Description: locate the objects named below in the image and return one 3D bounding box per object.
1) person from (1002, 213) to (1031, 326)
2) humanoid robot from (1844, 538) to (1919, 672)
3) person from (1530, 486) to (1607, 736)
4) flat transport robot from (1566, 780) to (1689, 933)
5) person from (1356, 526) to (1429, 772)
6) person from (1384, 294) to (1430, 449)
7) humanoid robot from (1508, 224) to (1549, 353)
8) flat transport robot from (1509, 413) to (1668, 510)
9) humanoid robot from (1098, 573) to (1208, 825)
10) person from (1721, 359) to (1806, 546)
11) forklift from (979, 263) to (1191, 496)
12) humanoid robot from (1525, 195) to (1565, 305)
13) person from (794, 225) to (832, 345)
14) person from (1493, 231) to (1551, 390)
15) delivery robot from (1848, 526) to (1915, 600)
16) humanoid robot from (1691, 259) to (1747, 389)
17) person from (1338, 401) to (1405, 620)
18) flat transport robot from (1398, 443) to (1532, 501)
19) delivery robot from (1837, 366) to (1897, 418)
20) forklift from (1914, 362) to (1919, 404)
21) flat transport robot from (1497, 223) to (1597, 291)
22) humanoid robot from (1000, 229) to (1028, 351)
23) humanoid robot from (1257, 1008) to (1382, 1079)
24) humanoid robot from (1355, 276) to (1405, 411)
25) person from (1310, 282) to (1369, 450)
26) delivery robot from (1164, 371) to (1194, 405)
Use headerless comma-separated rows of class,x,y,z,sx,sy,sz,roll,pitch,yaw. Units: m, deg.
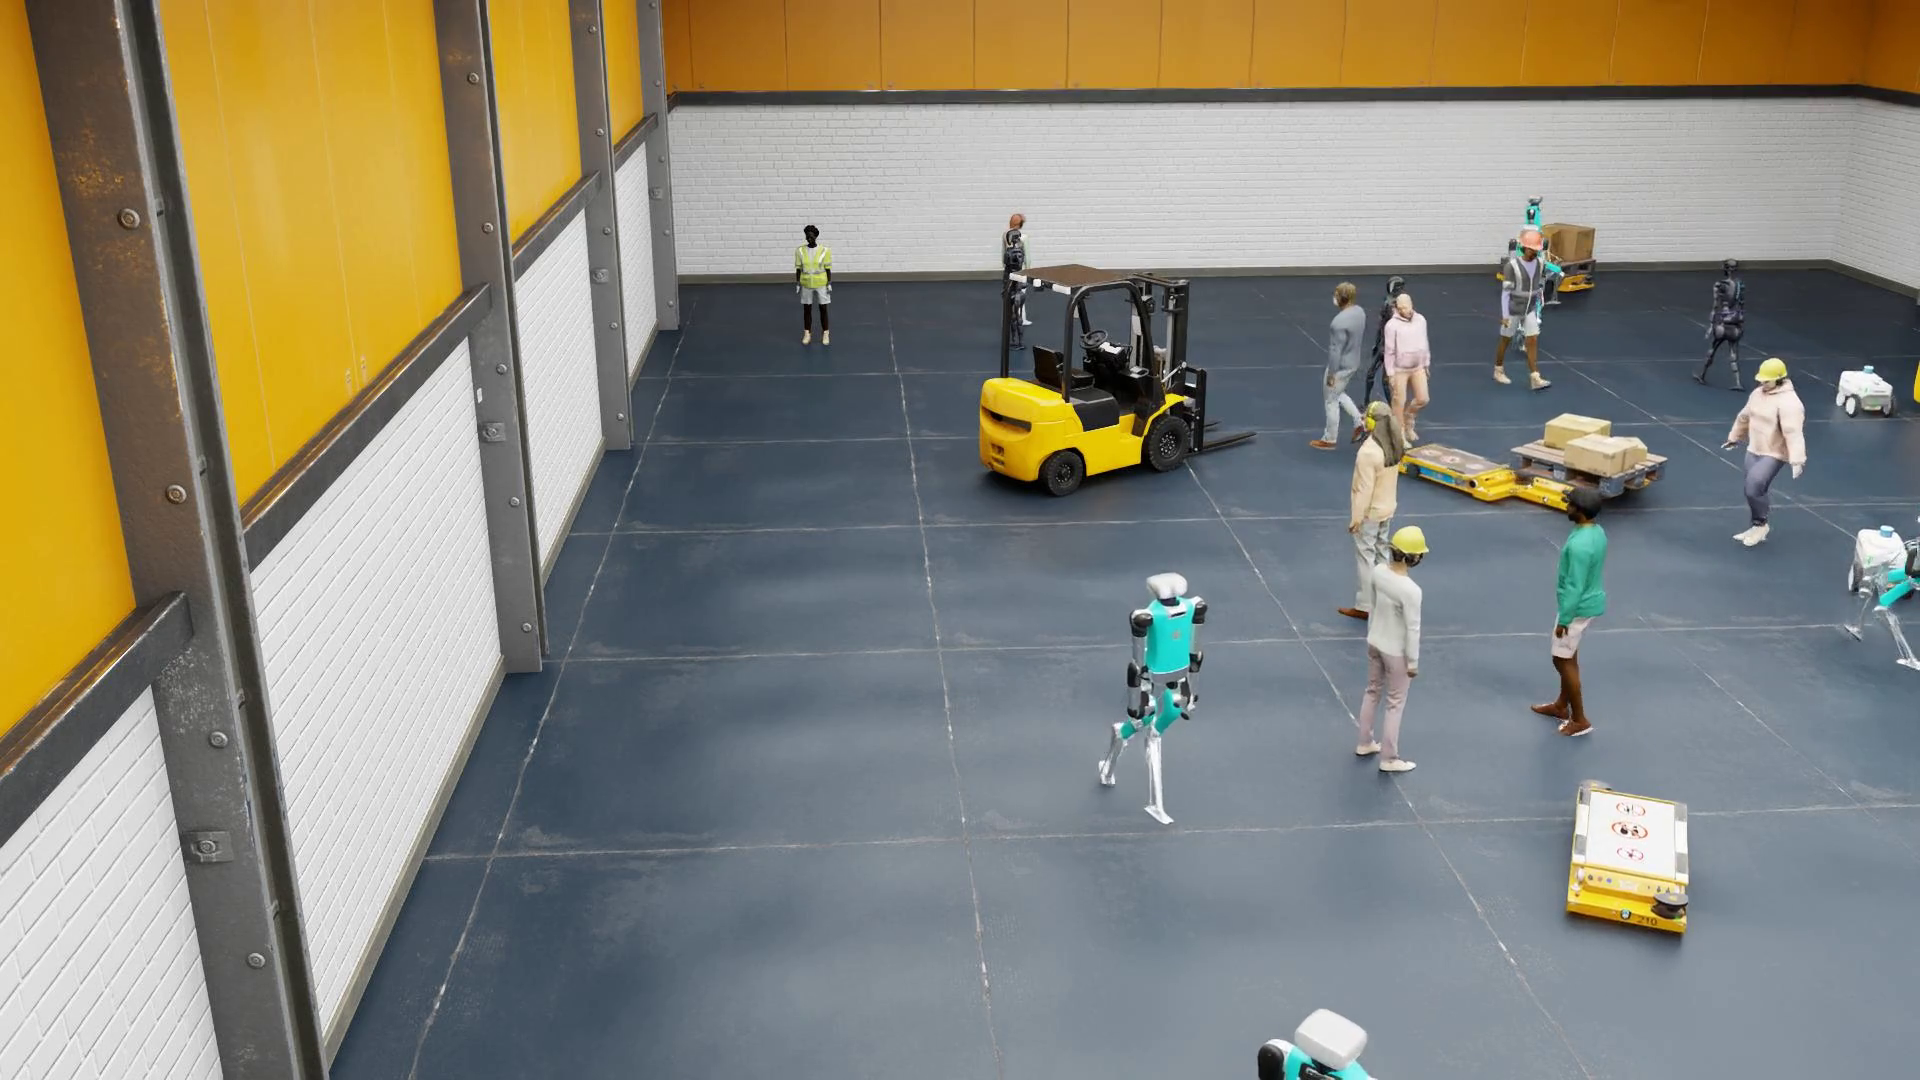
person,0.831,-3.980,24.481,0.522,1.636,0.308,17,26,38
humanoid robot,7.402,0.114,13.214,0.529,1.758,0.984,-17,26,-39
person,4.427,0.514,11.982,0.476,1.870,0.509,13,24,31
flat transport robot,4.158,1.940,10.341,0.659,0.231,1.431,8,22,20
person,2.995,0.741,11.450,0.333,1.760,0.526,-8,22,-21
person,4.989,-1.894,18.637,0.552,1.764,0.442,-4,21,-12
humanoid robot,7.726,-3.315,22.639,0.536,1.856,0.750,2,20,5
flat transport robot,6.473,-0.589,17.233,1.431,0.231,0.659,-15,25,-36
humanoid robot,1.180,0.976,10.920,0.548,1.821,0.886,-9,22,-24
person,7.532,-0.809,15.541,0.500,1.815,0.945,-4,21,-10
forklift,1.315,-1.764,17.646,2.313,2.155,1.214,-14,24,-33
humanoid robot,8.992,-4.407,25.551,1.051,1.737,0.538,8,22,22
person,-2.052,-3.574,23.301,0.534,1.693,0.319,2,20,6
person,7.134,-2.873,20.947,0.646,1.995,1.007,-6,21,-17
delivery robot,8.156,0.182,14.723,0.499,0.598,0.802,7,21,19
humanoid robot,9.713,-2.728,21.062,0.589,1.626,0.768,-10,22,-25
person,3.481,-0.244,13.965,0.391,1.874,0.564,18,27,41
flat transport robot,5.269,-0.733,17.624,0.659,0.231,1.431,-13,24,-31
delivery robot,10.944,-1.791,20.101,0.499,0.601,0.798,1,20,3
forklift,12.602,-2.435,19.475,2.313,2.155,1.214,-1,20,-4
flat transport robot,9.645,-4.318,27.391,0.659,0.231,1.431,-14,24,-33
humanoid robot,0.753,-3.464,23.001,0.315,1.657,0.599,-7,21,-17
humanoid robot,1.170,2.724,6.178,0.553,1.846,0.894,13,24,32
humanoid robot,5.081,-2.326,19.934,0.478,1.654,0.604,-3,20,-9
person,4.261,-1.907,18.429,0.558,1.921,0.638,14,24,33
delivery robot,2.416,-1.727,19.941,0.781,0.610,0.525,15,25,35
